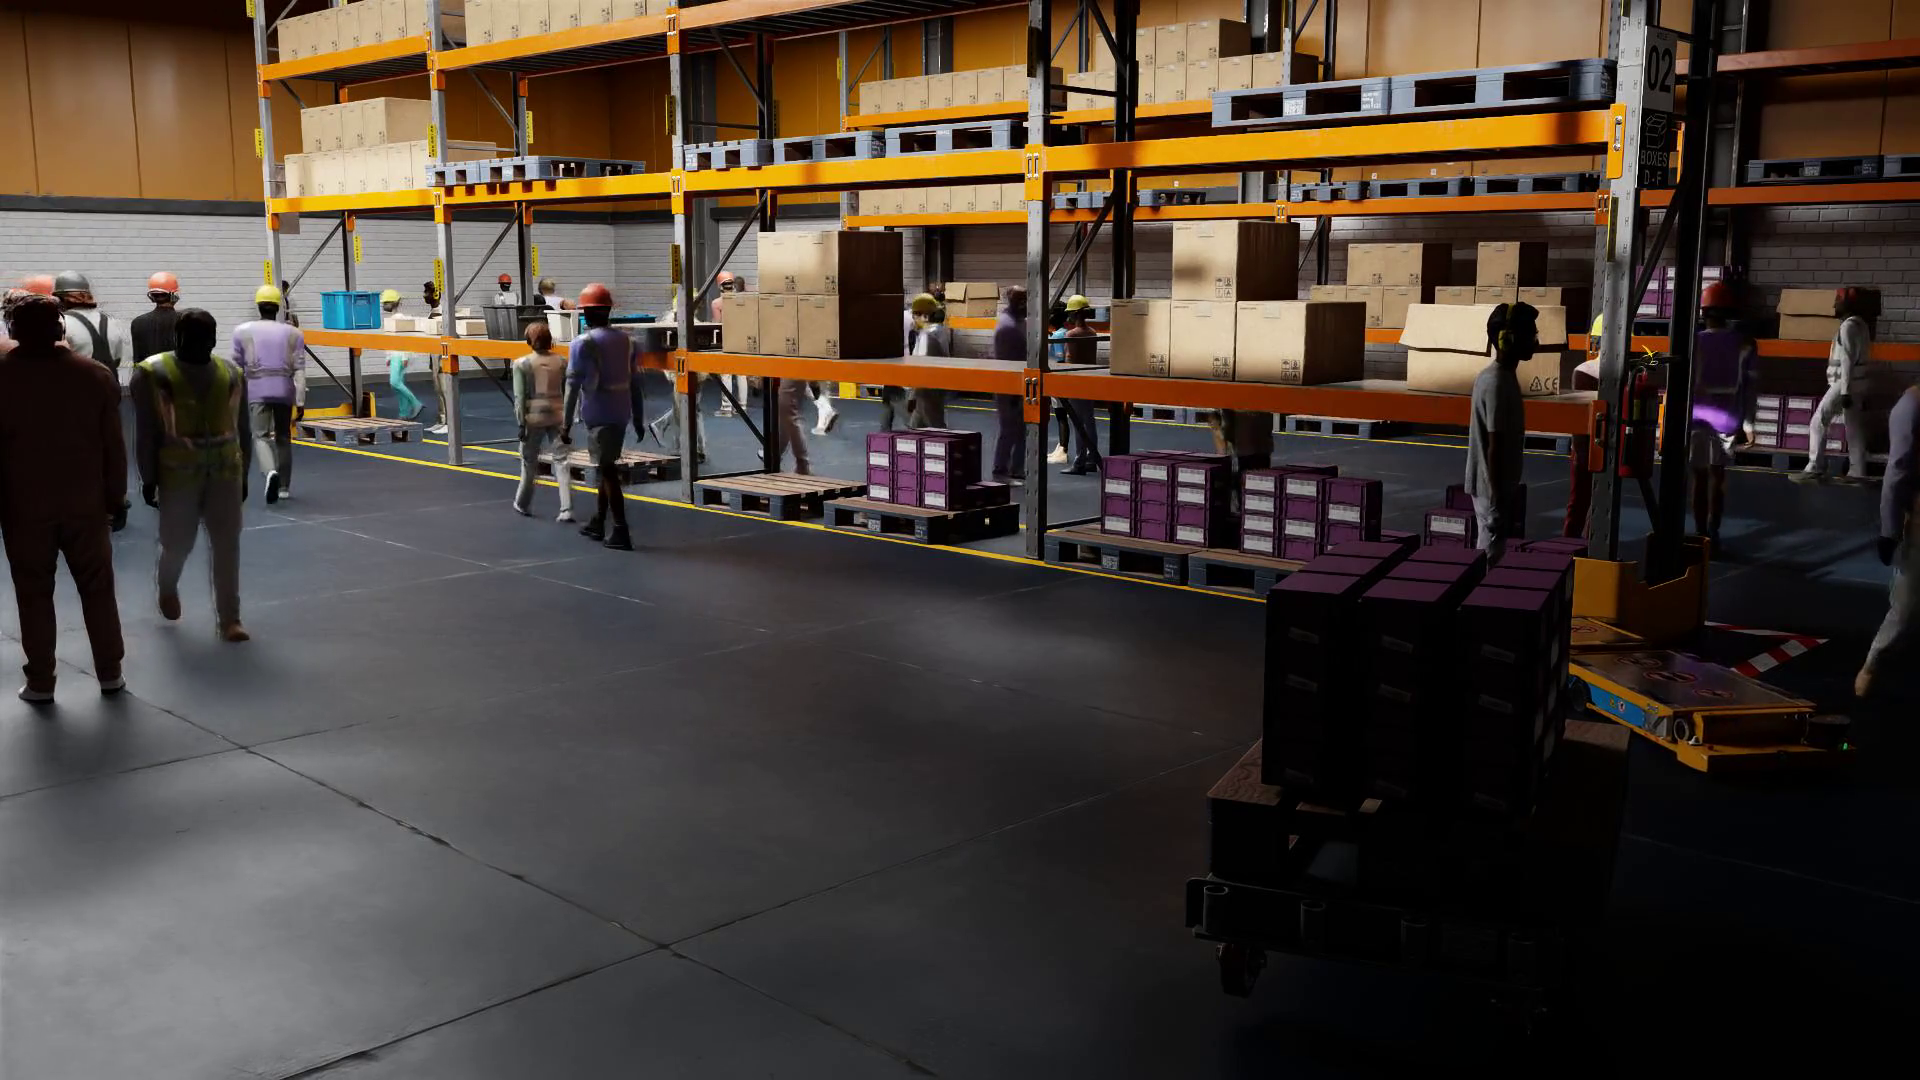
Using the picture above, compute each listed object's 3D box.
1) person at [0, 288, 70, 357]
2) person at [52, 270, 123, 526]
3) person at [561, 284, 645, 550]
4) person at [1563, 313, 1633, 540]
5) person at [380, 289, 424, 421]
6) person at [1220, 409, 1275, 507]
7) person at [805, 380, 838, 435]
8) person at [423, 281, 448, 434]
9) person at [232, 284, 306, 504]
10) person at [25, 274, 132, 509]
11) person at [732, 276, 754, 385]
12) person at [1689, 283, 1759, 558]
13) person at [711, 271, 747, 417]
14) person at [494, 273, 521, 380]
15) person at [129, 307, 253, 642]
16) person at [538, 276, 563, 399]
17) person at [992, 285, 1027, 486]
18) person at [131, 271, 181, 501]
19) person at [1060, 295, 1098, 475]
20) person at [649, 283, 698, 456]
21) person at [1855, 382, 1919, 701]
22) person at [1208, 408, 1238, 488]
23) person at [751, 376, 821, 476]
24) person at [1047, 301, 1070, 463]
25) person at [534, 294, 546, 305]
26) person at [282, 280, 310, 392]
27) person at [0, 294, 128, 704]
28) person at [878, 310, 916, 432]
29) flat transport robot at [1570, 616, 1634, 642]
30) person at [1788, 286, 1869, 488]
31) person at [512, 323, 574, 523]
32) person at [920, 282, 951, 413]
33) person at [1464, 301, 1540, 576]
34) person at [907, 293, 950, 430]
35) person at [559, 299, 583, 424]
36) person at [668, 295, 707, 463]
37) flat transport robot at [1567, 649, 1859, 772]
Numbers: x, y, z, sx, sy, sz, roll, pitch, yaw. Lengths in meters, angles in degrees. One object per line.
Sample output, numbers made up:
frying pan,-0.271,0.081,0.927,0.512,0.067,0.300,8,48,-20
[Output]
person,-6.683,-0.876,12.074,0.641,1.890,0.652,3,10,18
person,-6.959,-1.116,13.052,0.694,2.000,0.698,3,10,16
person,-2.667,-0.895,12.098,0.860,1.904,0.577,8,12,40
person,4.018,-0.548,10.411,0.524,1.770,0.315,-6,11,-32
person,-7.357,-2.395,21.748,0.395,1.750,0.552,-7,11,-35
person,2.115,-0.976,12.503,0.603,1.947,0.648,-8,13,-42
person,-1.647,-2.177,20.089,0.591,1.865,0.597,-6,11,-35
person,-6.428,-2.239,20.461,0.327,1.874,0.518,-6,11,-32
person,-5.929,-1.254,14.343,0.591,1.899,0.825,-5,11,-30
person,-7.456,-1.160,13.547,1.097,1.987,0.599,0,9,2
person,-3.746,-3.610,28.768,0.558,1.900,0.666,-1,9,-7
person,5.274,-0.843,11.742,0.581,1.917,0.608,1,9,9
person,-3.166,-2.677,22.796,0.392,1.985,0.609,9,13,44
person,-8.233,-3.868,30.244,0.376,1.935,0.550,8,12,40
person,-4.198,-0.367,9.128,0.626,1.820,0.710,-8,12,-40
person,-5.655,-2.679,23.019,0.633,1.921,0.690,-8,12,-42
person,0.503,-1.414,15.402,0.479,1.875,0.697,2,9,12
person,-6.861,-1.329,14.494,0.612,1.997,0.376,0,9,-2
person,1.162,-1.526,16.410,0.327,1.767,0.533,6,11,33
person,-3.066,-1.848,17.953,0.621,1.909,0.596,3,10,15
person,4.331,-0.053,7.242,0.636,1.816,0.724,2,9,12
person,2.416,-1.475,15.313,0.699,2.016,0.656,4,10,23
person,-1.754,-1.545,16.266,0.995,1.846,0.647,9,13,43
person,1.029,-1.647,17.363,0.318,1.697,0.535,1,9,3
person,-5.490,-2.374,21.833,0.320,1.693,0.531,5,11,29
person,-11.087,-3.342,27.381,0.749,1.831,0.530,2,10,14
person,-4.260,-0.193,7.805,0.651,1.906,0.401,-7,12,-38
person,-0.704,-1.958,18.742,0.956,1.882,0.583,8,12,41
flat transport robot,2.733,0.551,8.248,1.431,0.197,0.652,-2,9,-11
person,8.140,-1.426,15.510,0.792,1.851,0.596,9,13,43
person,-3.350,-0.946,13.392,0.540,1.590,0.872,-6,11,-34
person,-0.344,-2.690,23.357,0.430,1.836,0.618,-3,10,-18
person,2.575,-0.201,7.972,0.310,1.868,0.532,3,10,15
person,-0.396,-1.370,15.360,0.816,1.788,0.605,1,9,5
person,-5.069,-2.333,21.754,0.314,1.636,0.516,4,10,24
person,-2.843,-1.693,17.371,0.459,1.788,0.623,3,10,18
flat transport robot,3.165,0.709,7.276,0.652,0.197,1.431,-1,9,-8
